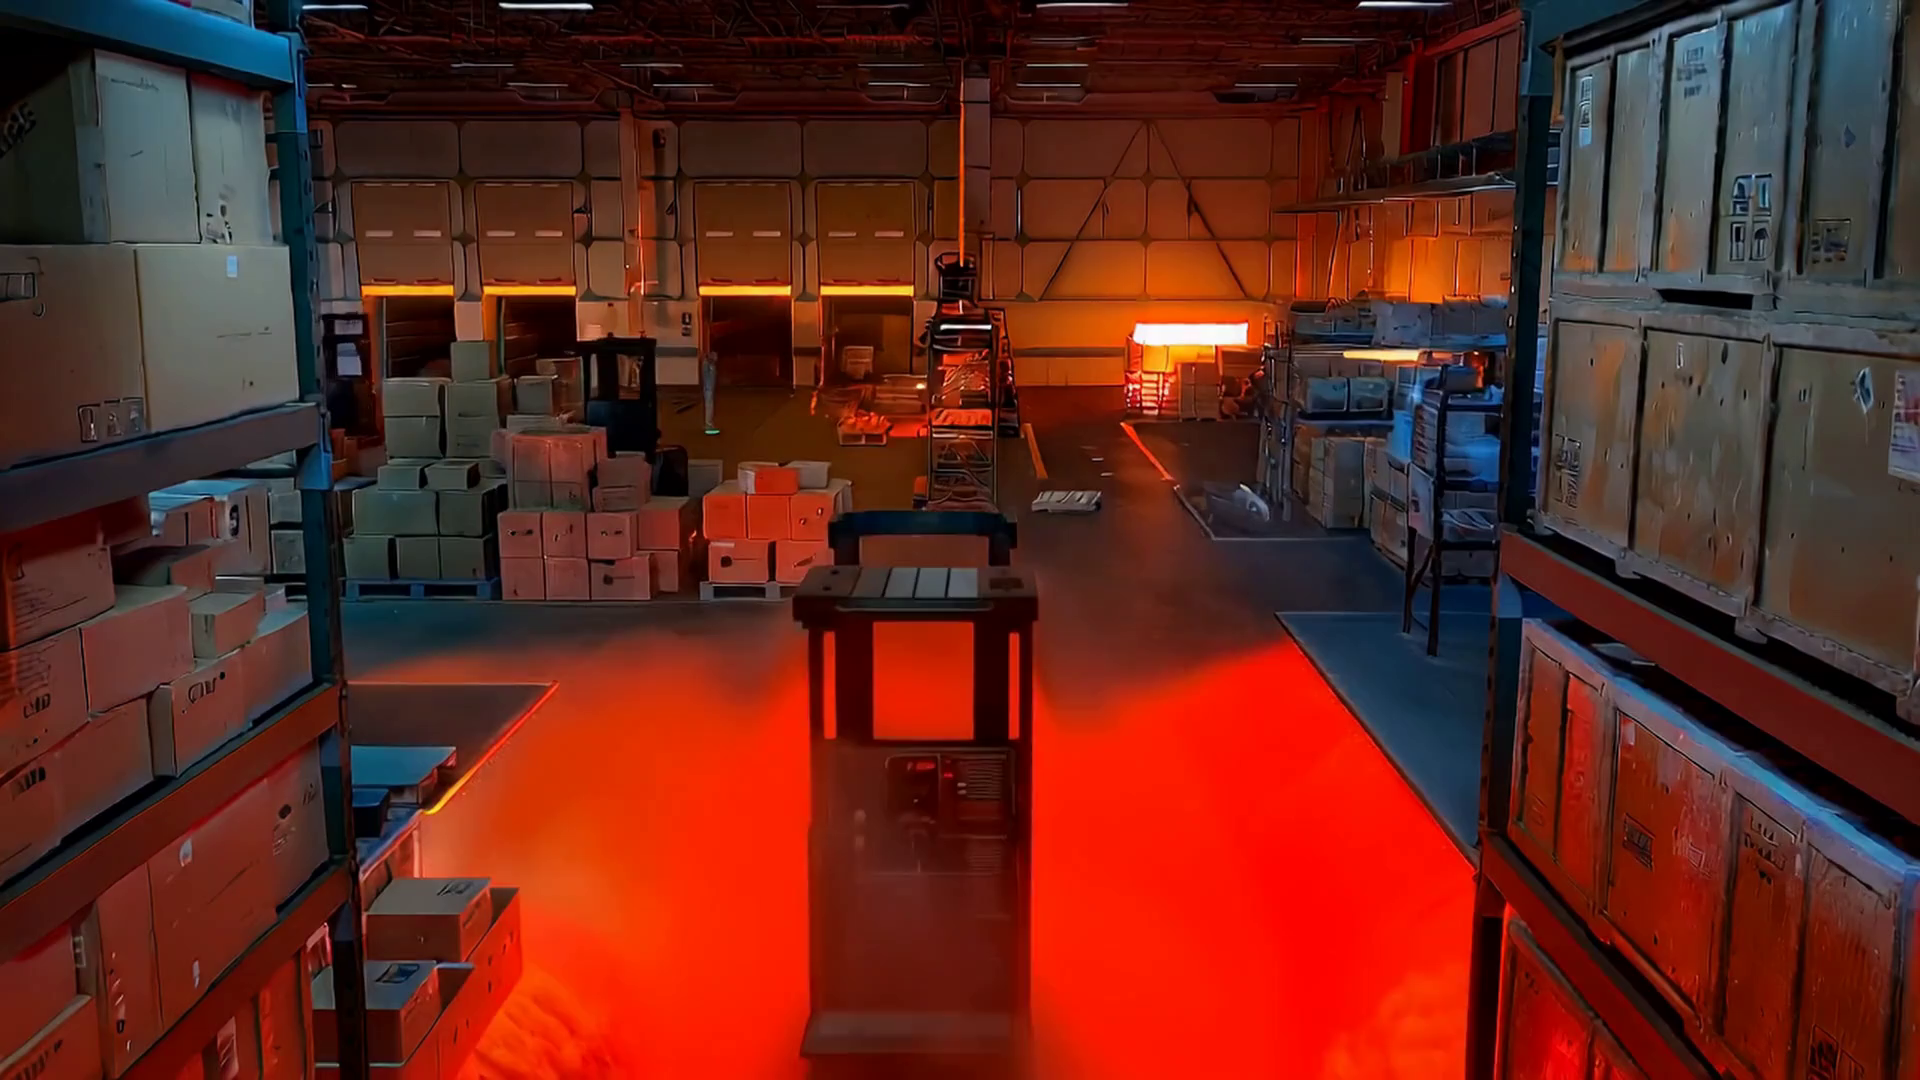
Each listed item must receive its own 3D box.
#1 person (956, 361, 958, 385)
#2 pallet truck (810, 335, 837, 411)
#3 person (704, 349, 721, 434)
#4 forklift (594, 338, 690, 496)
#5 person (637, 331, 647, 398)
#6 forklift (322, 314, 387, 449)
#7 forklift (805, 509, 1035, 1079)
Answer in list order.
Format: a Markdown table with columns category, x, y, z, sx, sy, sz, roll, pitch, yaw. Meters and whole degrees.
| category | x | y | z | sx | sy | sz | roll | pitch | yaw |
| --- | --- | --- | --- | --- | --- | --- | --- | --- | --- |
| person | 0.154 | -3.995 | 41.623 | 0.584 | 1.882 | 0.344 | 7 | 12 | 37 |
| pallet truck | -3.021 | -4.312 | 43.126 | 1.885 | 1.965 | 0.823 | 3 | 10 | 17 |
| person | -5.678 | -3.399 | 38.026 | 0.354 | 1.938 | 0.636 | -3 | 10 | -15 |
| forklift | -5.075 | -1.703 | 25.527 | 1.129 | 2.768 | 1.873 | 4 | 10 | 20 |
| person | -8.925 | -4.943 | 46.974 | 0.543 | 1.929 | 0.387 | 7 | 12 | 37 |
| forklift | -12.976 | -3.414 | 35.398 | 1.129 | 2.768 | 1.873 | 0 | 10 | 1 |
| forklift | -0.186 | 1.241 | 8.542 | 1.129 | 2.768 | 1.873 | 0 | 10 | 1 |
